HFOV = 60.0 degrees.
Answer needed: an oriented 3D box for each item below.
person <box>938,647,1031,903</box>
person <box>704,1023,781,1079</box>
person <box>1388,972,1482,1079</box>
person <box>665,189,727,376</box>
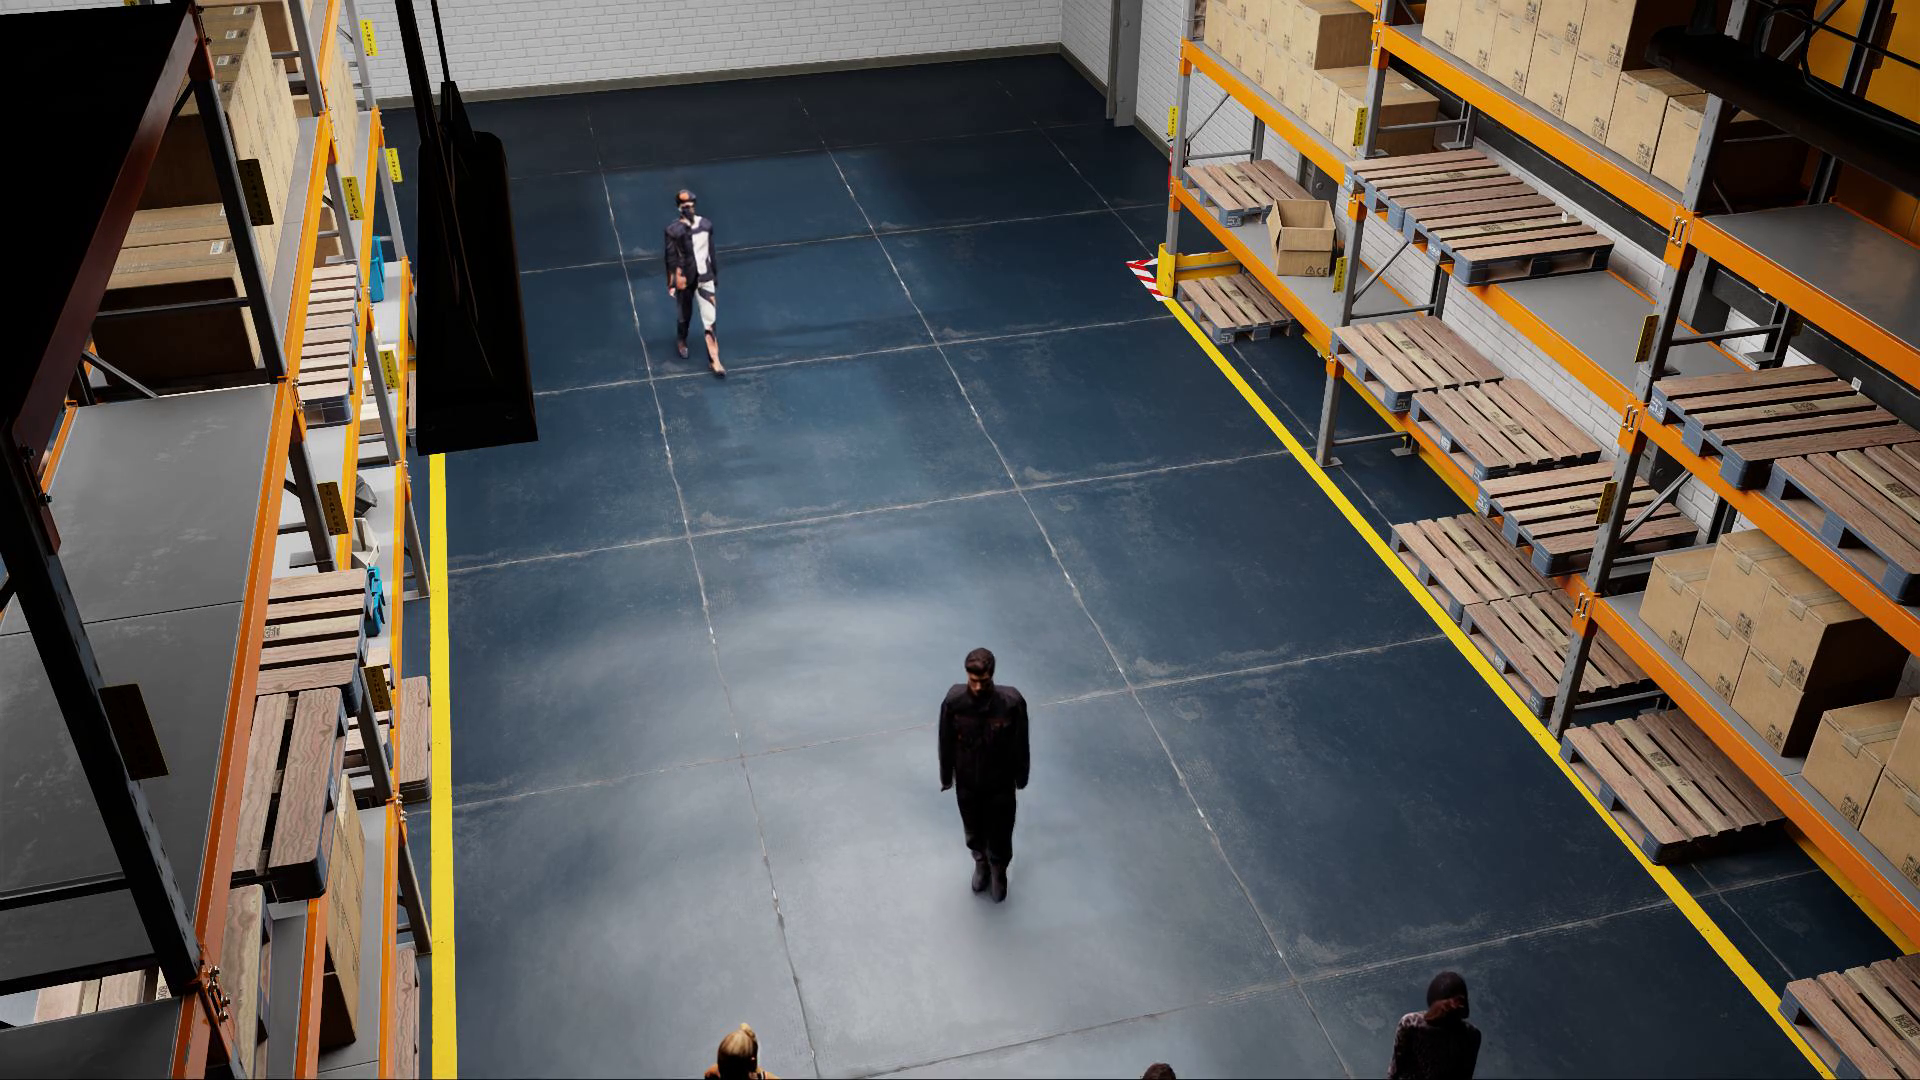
[{"bbox_3d":[0.176,1.414,10.571,0.859,1.934,0.865,7,34,10],"label":"person"},{"bbox_3d":[-1.037,3.040,8.204,0.683,1.846,0.685,7,34,11],"label":"person"},{"bbox_3d":[2.405,2.863,8.586,0.667,1.718,0.692,8,34,11],"label":"person"},{"bbox_3d":[-2.712,-2.633,16.719,0.812,1.868,1.117,-13,36,-19],"label":"person"}]
